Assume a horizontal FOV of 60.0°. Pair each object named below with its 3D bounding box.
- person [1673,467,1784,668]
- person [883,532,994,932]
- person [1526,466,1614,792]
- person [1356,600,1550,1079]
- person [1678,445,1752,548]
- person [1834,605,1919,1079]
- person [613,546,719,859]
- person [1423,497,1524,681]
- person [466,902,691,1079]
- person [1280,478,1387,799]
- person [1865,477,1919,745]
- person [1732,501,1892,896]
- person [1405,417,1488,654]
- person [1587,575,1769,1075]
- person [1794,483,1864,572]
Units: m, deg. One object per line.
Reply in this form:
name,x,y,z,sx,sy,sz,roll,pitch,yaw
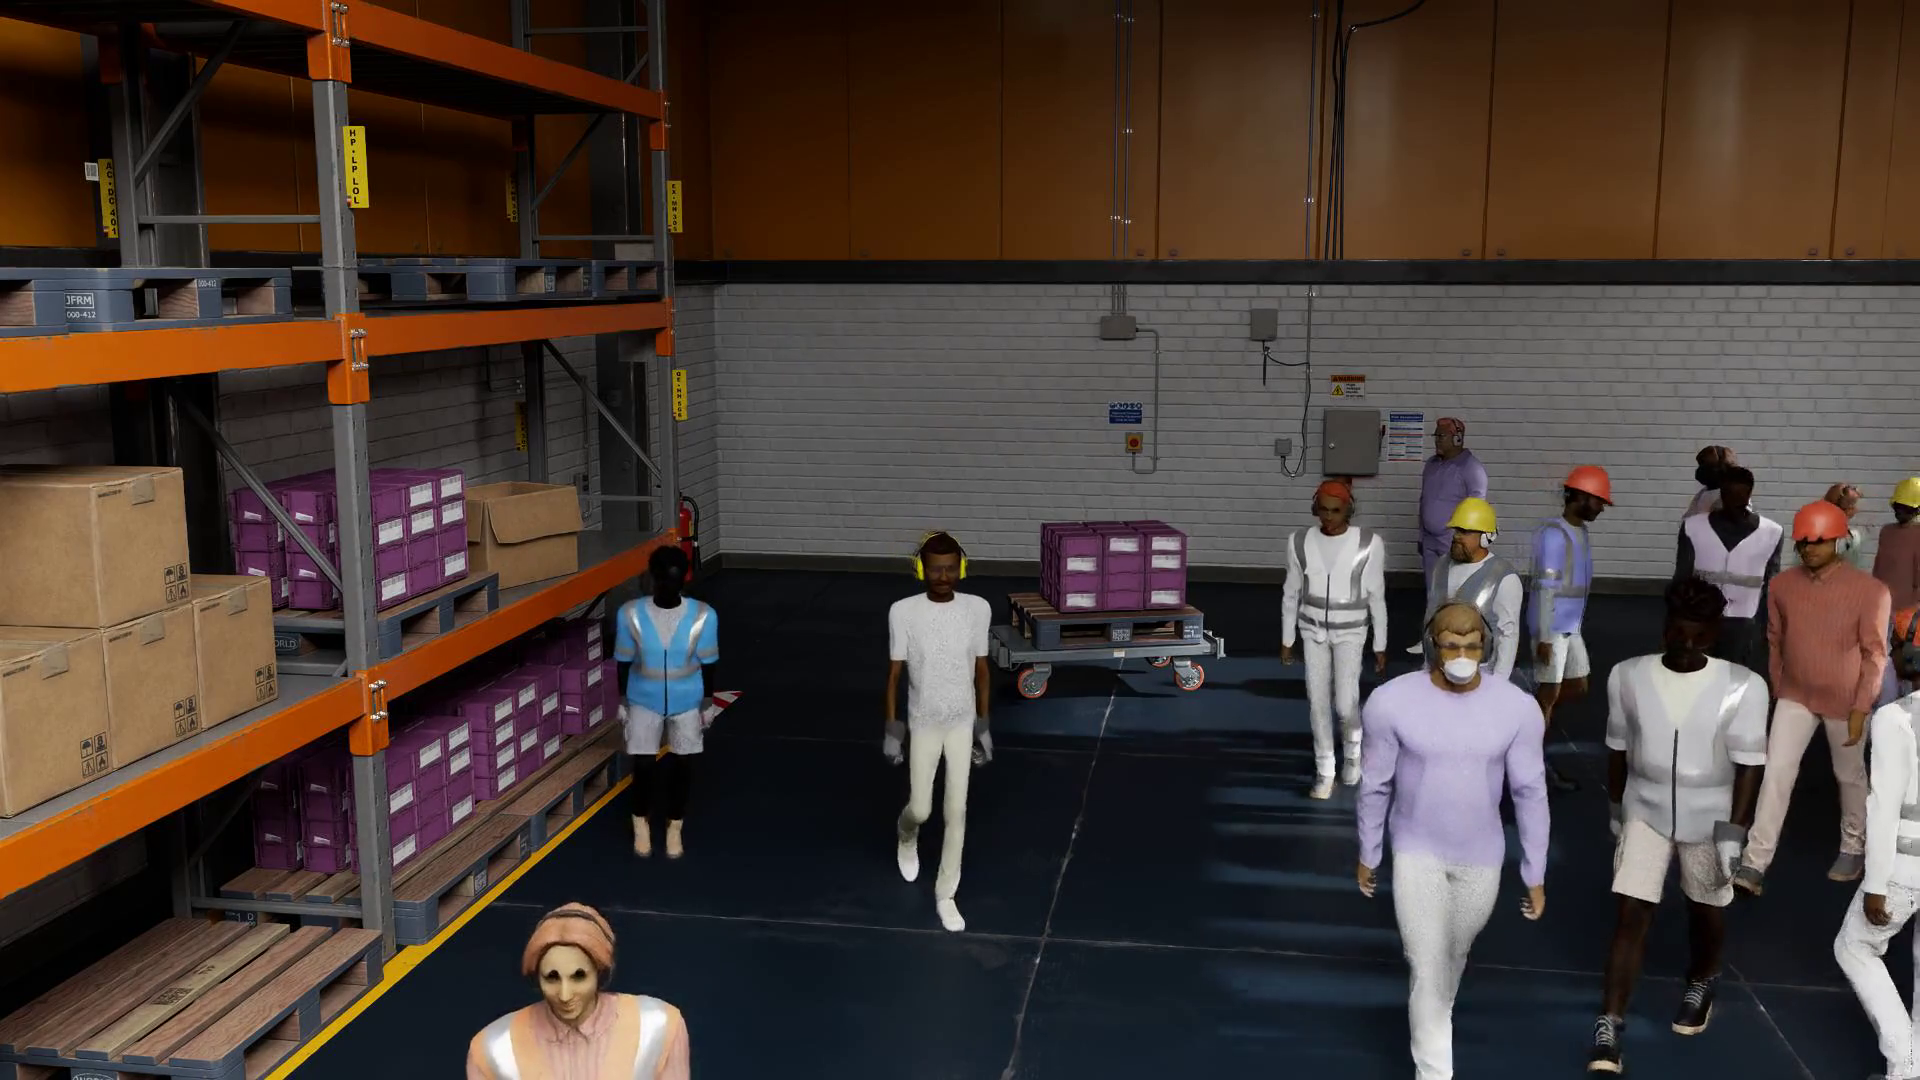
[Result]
person,4.696,0.467,10.219,0.589,1.867,1.029,5,10,28
person,-0.114,0.858,7.831,0.508,1.848,0.647,-2,9,-13
person,3.488,0.507,9.806,0.577,1.901,0.627,8,12,42
person,1.761,1.139,5.961,0.650,1.886,1.015,1,9,5
person,5.180,0.263,11.491,0.429,1.841,0.633,0,9,2
person,3.405,1.155,5.909,0.592,1.871,0.405,-3,10,-17
person,-1.494,0.831,8.501,0.529,1.665,0.443,-2,9,-10
person,2.708,0.677,8.945,0.403,1.837,0.589,-6,11,-32
person,-0.859,1.615,3.818,0.552,1.611,0.698,-2,9,-9
person,2.140,0.566,9.527,0.629,1.871,0.440,5,10,28
person,6.009,0.451,10.641,0.573,1.739,0.553,-1,9,-5
person,4.174,0.772,8.075,1.058,1.933,0.613,-8,12,-41
person,3.770,-0.001,12.917,0.399,1.908,0.643,-4,10,-23
person,2.744,1.070,6.368,0.594,1.900,1.005,6,11,32
person,5.890,0.402,11.374,0.342,1.609,0.586,-3,10,-17
